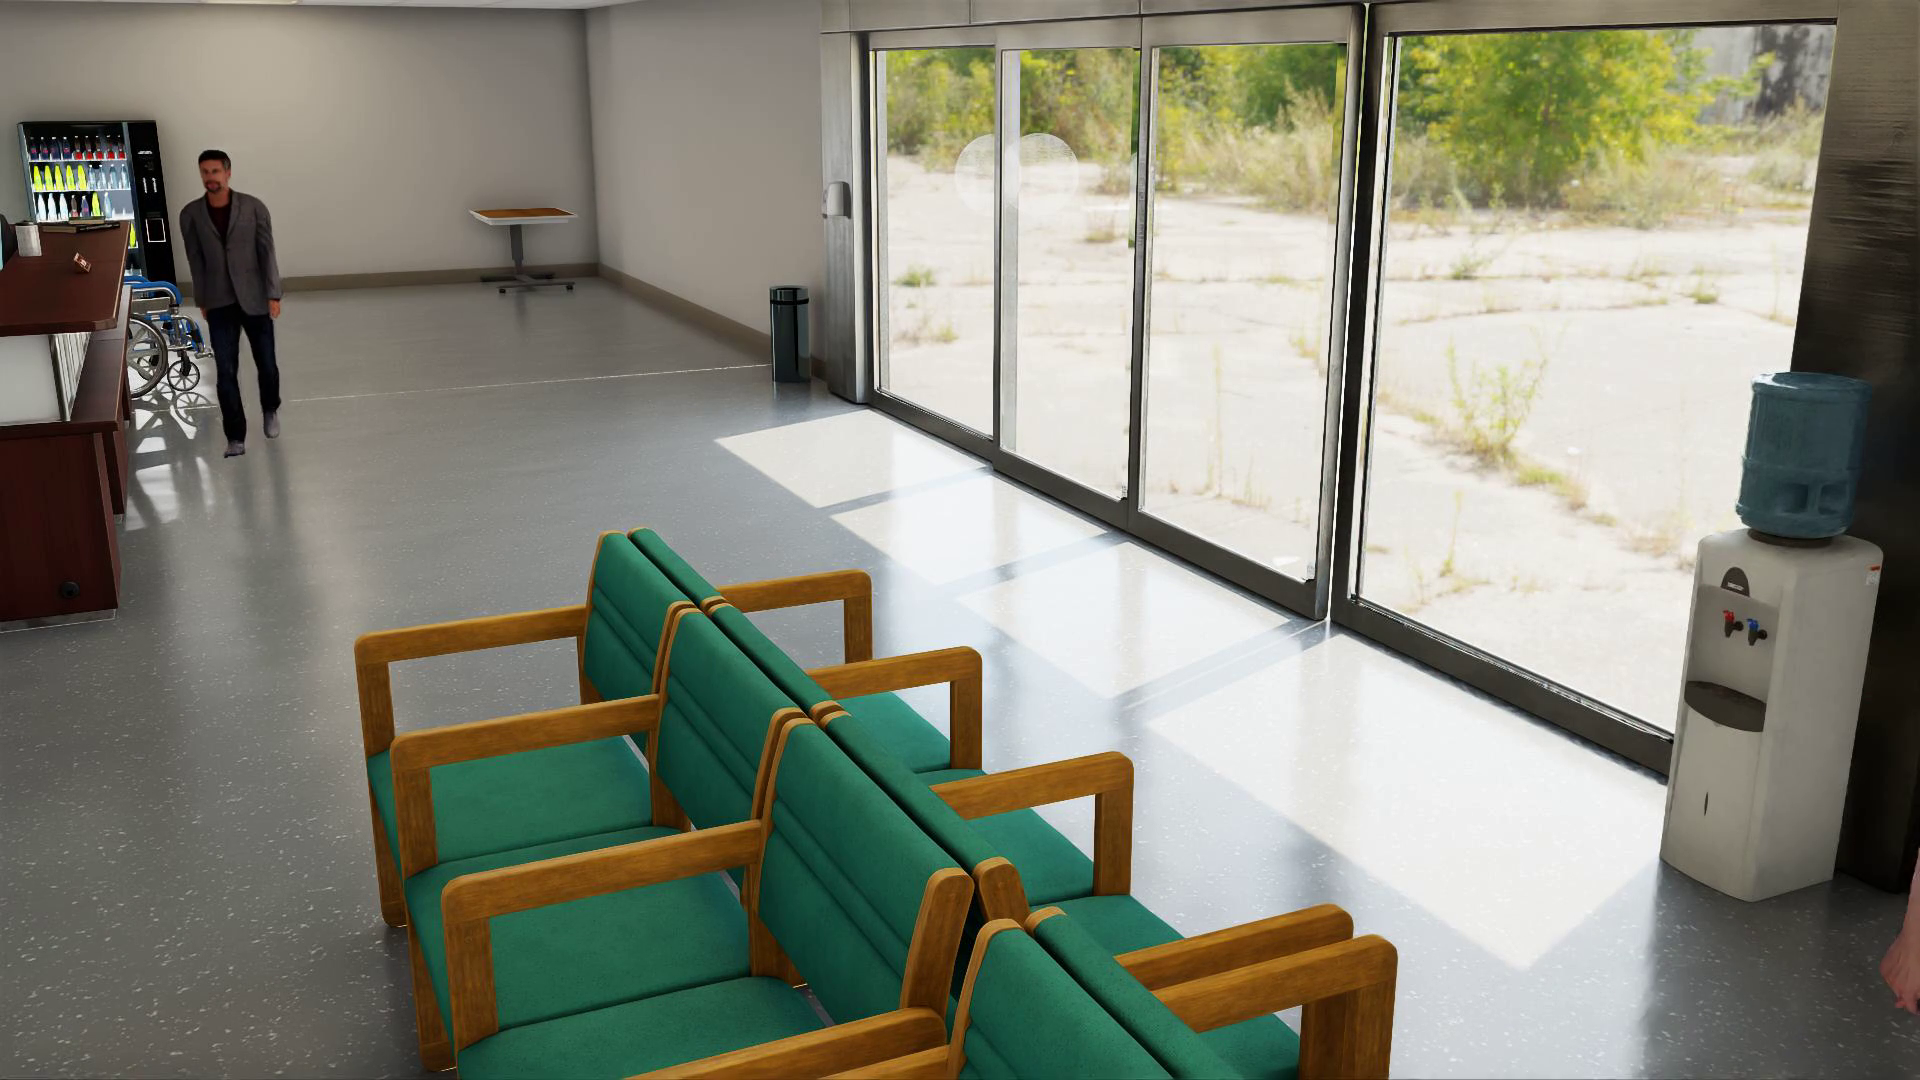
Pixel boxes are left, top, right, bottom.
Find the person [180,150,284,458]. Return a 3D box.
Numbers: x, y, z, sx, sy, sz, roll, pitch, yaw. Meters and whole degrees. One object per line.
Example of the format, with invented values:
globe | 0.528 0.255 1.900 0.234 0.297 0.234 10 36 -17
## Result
person | -4.469 -1.467 10.346 1.156 1.838 0.866 -5 16 -17
